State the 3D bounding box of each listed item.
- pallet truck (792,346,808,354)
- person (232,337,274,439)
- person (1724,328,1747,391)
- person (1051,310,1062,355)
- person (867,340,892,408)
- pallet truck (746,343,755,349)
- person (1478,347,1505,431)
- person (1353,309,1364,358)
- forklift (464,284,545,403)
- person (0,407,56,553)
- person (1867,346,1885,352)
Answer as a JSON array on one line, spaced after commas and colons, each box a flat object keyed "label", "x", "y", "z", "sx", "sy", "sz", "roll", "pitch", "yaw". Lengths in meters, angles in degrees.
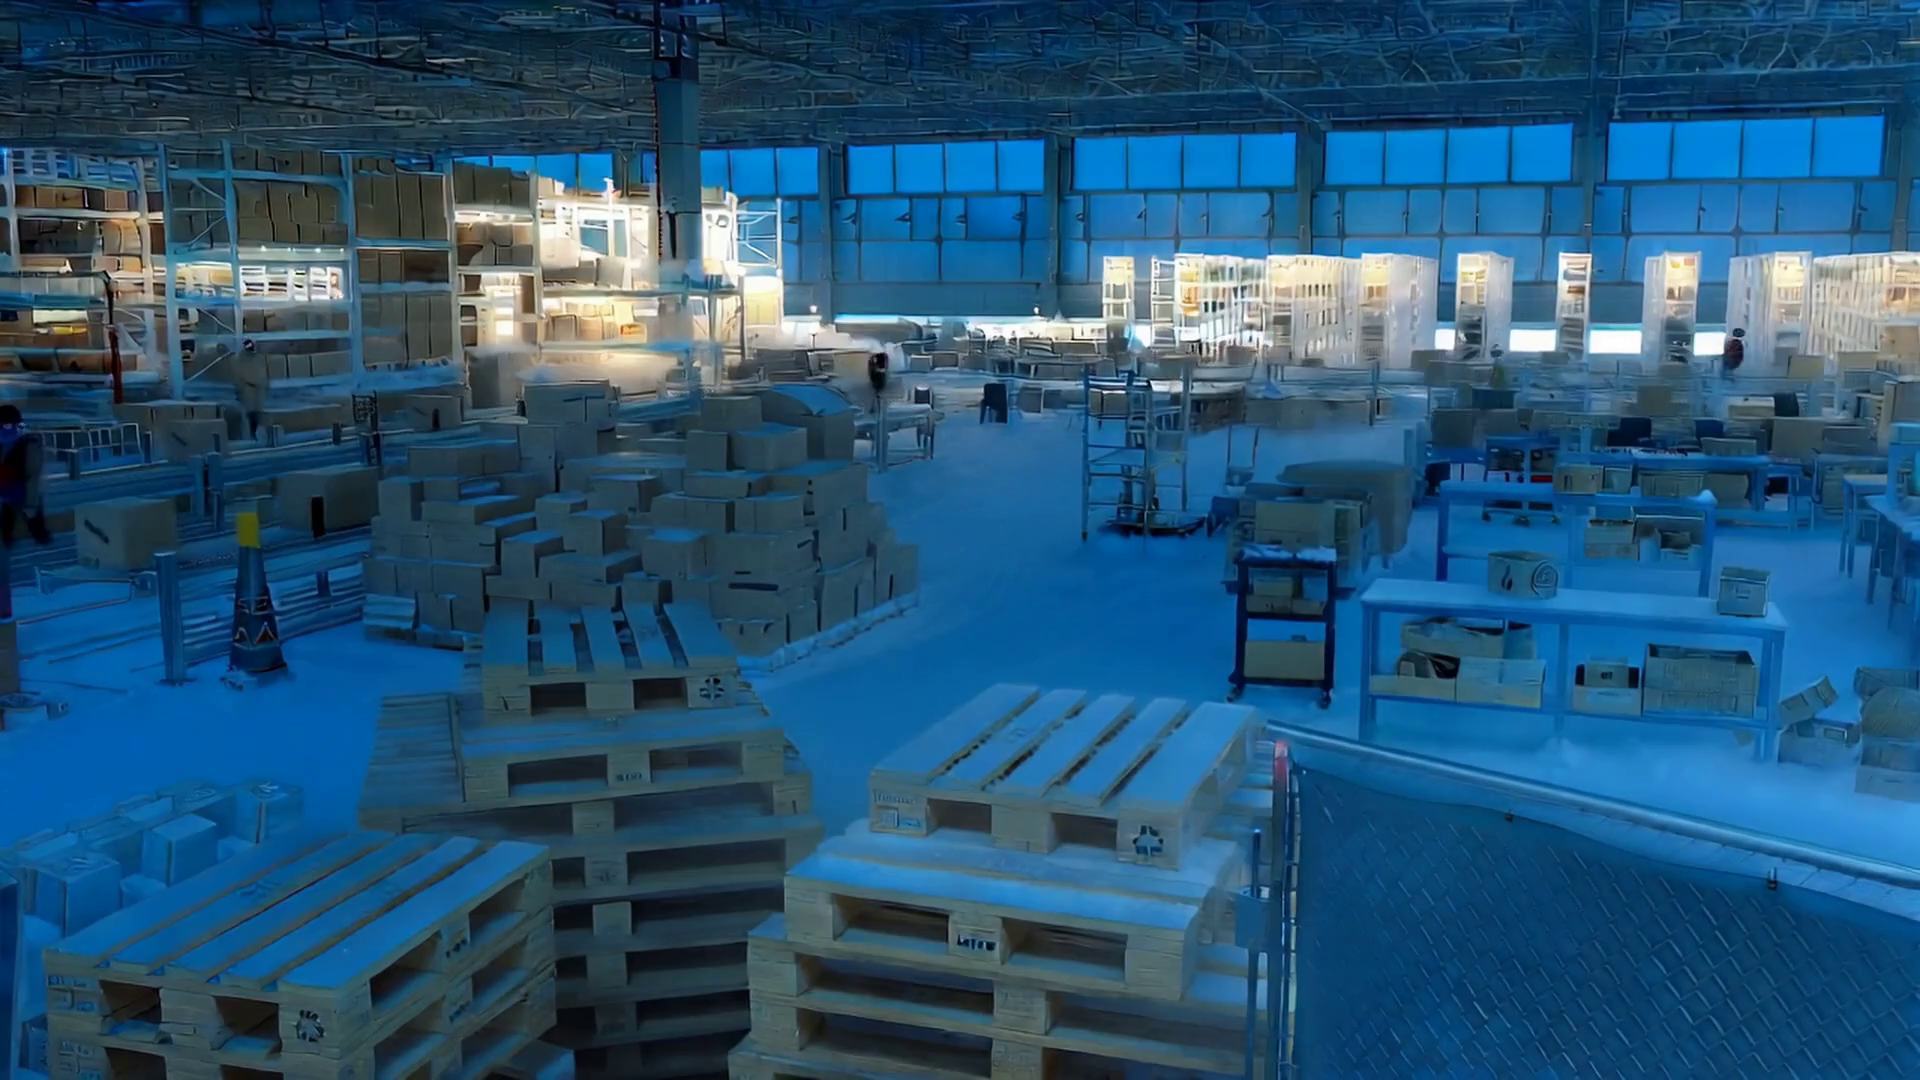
[{"label": "pallet truck", "x": -3.705, "y": -4.298, "z": 42.022, "sx": 0.653, "sy": 1.274, "sz": 1.630, "roll": 3, "pitch": 10, "yaw": 20}, {"label": "person", "x": -12.984, "y": -2.780, "z": 30.661, "sx": 0.634, "sy": 1.889, "sz": 0.657, "roll": 6, "pitch": 11, "yaw": 34}, {"label": "person", "x": 18.466, "y": -4.190, "z": 39.861, "sx": 0.908, "sy": 1.785, "sz": 0.634, "roll": 4, "pitch": 10, "yaw": 25}, {"label": "person", "x": 3.064, "y": -6.378, "z": 53.094, "sx": 0.441, "sy": 1.946, "sz": 0.791, "roll": -1, "pitch": 9, "yaw": -5}, {"label": "person", "x": -1.714, "y": -3.438, "z": 35.470, "sx": 0.587, "sy": 1.660, "sz": 0.379, "roll": -4, "pitch": 10, "yaw": -21}, {"label": "pallet truck", "x": -6.183, "y": -4.618, "z": 44.264, "sx": 1.601, "sy": 1.201, "sz": 0.680, "roll": -9, "pitch": 12, "yaw": -43}, {"label": "person", "x": 9.921, "y": -2.707, "z": 30.722, "sx": 0.893, "sy": 1.720, "sz": 0.535, "roll": -1, "pitch": 9, "yaw": -4}, {"label": "person", "x": 14.545, "y": -7.597, "z": 61.128, "sx": 0.765, "sy": 1.812, "sz": 0.583, "roll": 6, "pitch": 11, "yaw": 35}, {"label": "forklift", "x": -10.832, "y": -4.702, "z": 39.610, "sx": 1.129, "sy": 2.768, "sz": 1.873, "roll": 3, "pitch": 10, "yaw": 20}, {"label": "person", "x": -9.016, "y": -0.389, "z": 15.964, "sx": 0.609, "sy": 1.789, "sz": 0.921, "roll": 3, "pitch": 10, "yaw": 19}, {"label": "person", "x": 21.161, "y": -4.036, "z": 38.478, "sx": 0.407, "sy": 1.908, "sz": 0.641, "roll": 4, "pitch": 10, "yaw": 26}]
